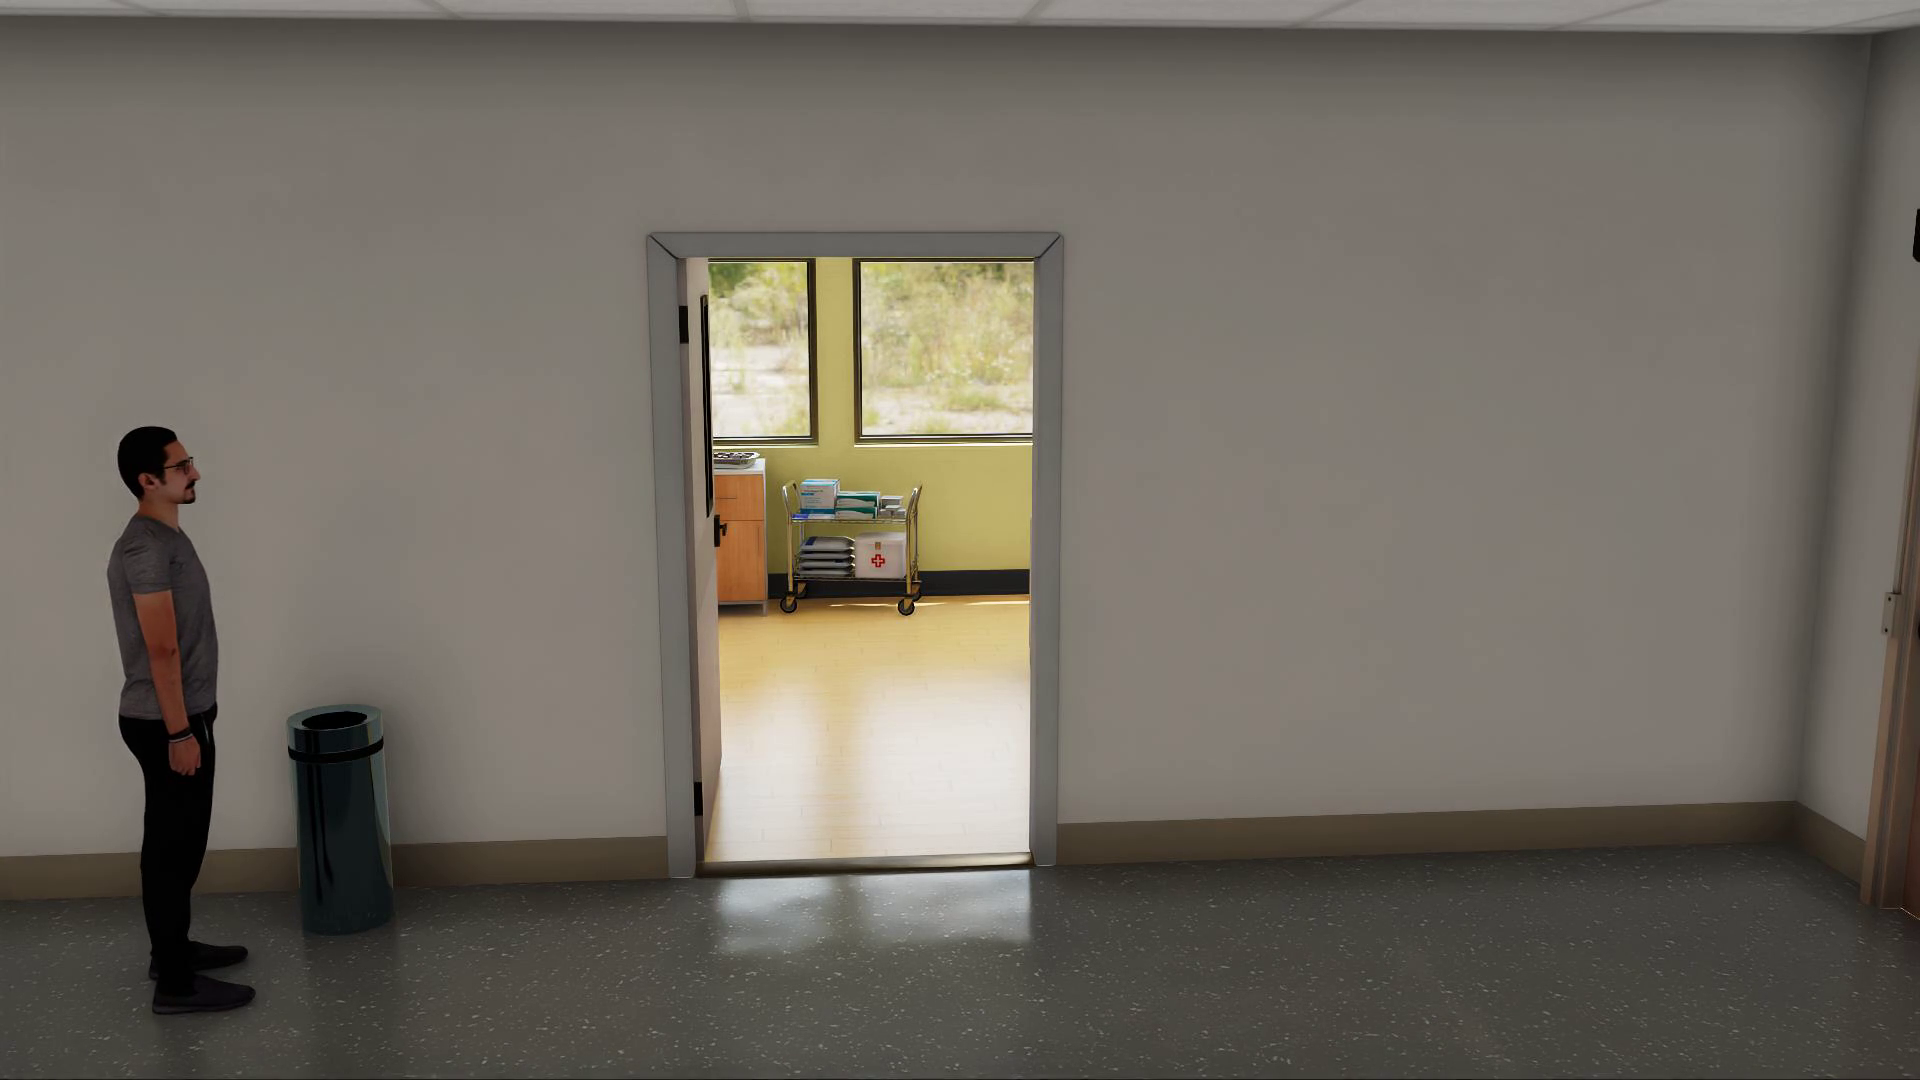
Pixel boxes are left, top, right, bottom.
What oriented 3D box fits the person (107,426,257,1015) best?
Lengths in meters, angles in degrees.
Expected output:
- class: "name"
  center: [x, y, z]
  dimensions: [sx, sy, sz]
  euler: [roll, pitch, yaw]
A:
- class: "person"
  center: [-2.392, 0.524, 5.032]
  dimensions: [0.649, 1.754, 0.686]
  euler: [-5, 12, -25]
